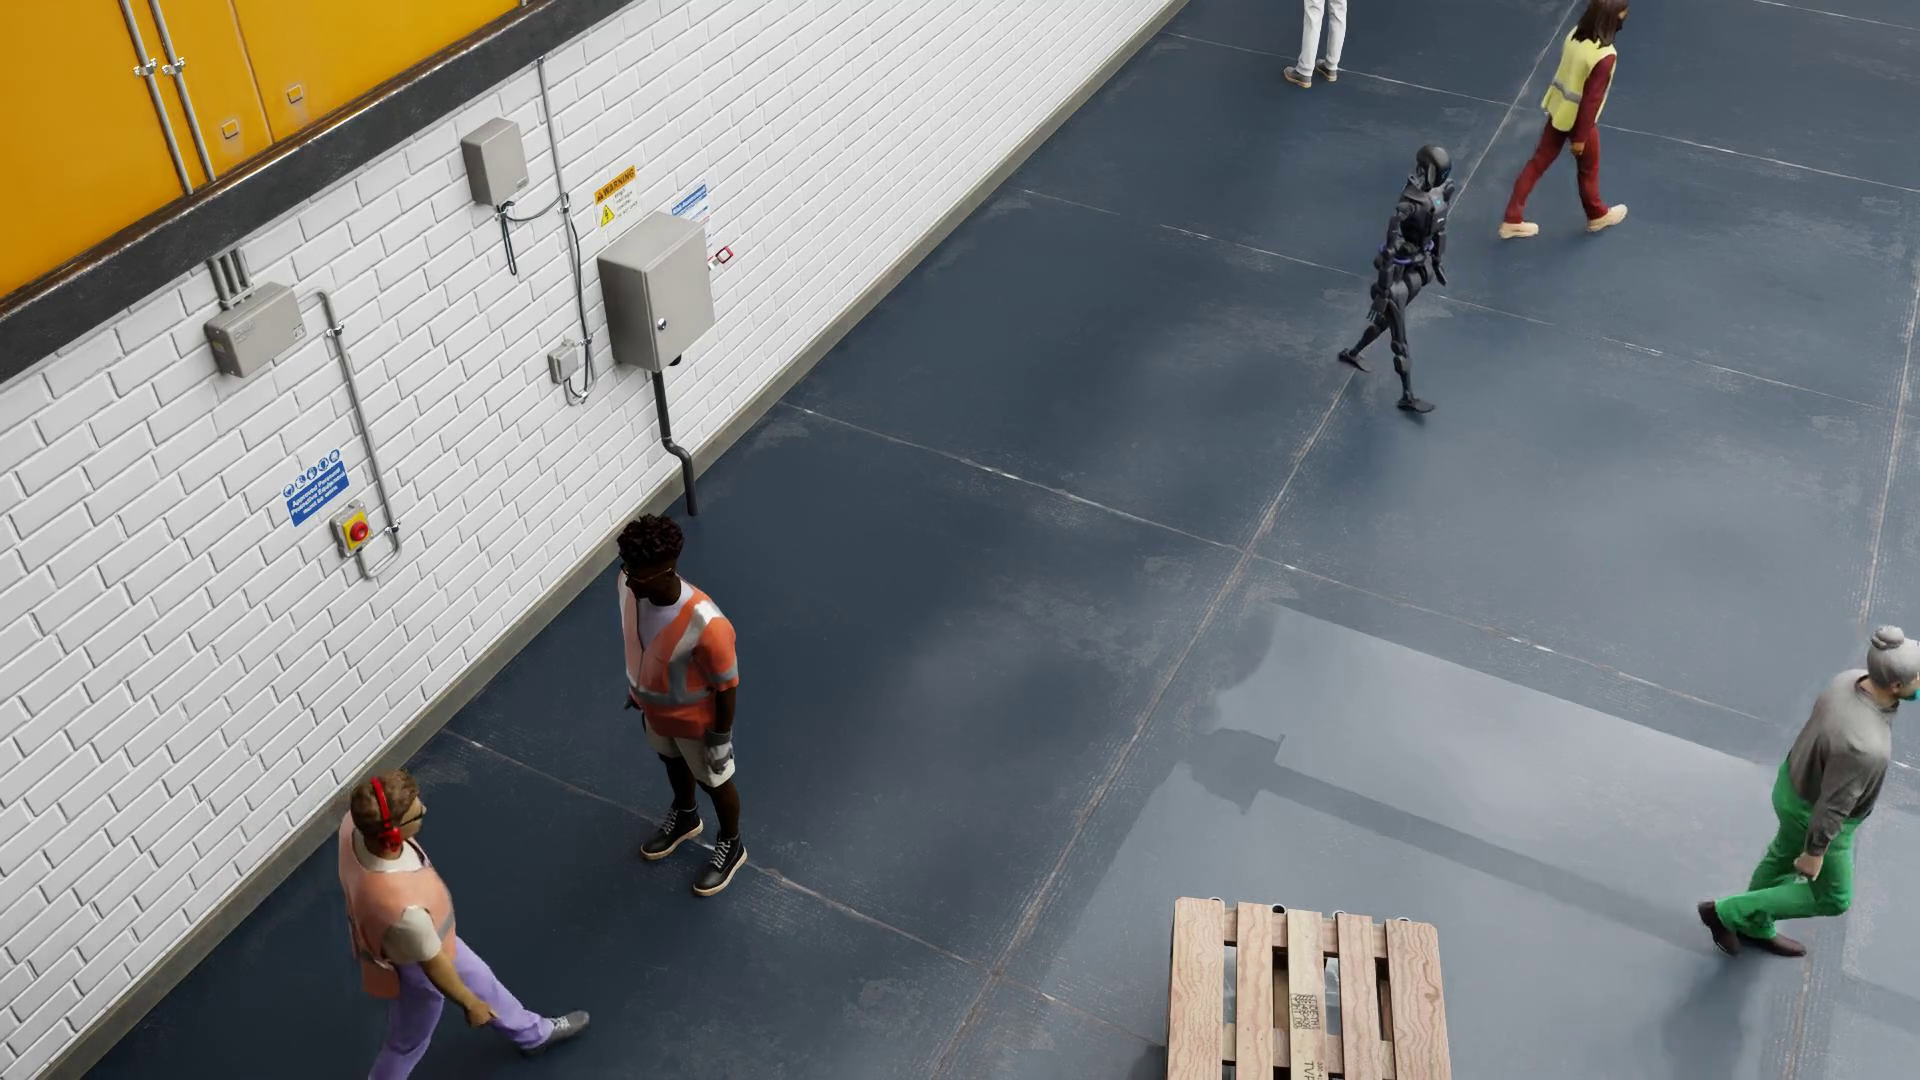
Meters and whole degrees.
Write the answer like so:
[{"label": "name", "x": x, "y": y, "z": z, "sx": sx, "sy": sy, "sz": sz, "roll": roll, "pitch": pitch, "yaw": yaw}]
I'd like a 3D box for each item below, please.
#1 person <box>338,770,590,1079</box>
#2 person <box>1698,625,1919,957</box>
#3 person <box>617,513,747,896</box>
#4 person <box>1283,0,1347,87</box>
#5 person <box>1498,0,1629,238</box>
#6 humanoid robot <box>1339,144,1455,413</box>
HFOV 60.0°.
[{"label": "person", "x": -1.936, "y": 1.487, "z": 5.951, "sx": 0.962, "sy": 1.792, "sz": 0.604, "roll": -20, "pitch": 45, "yaw": -21}, {"label": "person", "x": 3.360, "y": 1.029, "z": 6.448, "sx": 0.429, "sy": 1.830, "sz": 0.541, "roll": 12, "pitch": 42, "yaw": 13}, {"label": "person", "x": -1.142, "y": 0.673, "z": 6.759, "sx": 0.602, "sy": 1.966, "sz": 0.367, "roll": 29, "pitch": 49, "yaw": 29}, {"label": "person", "x": 2.813, "y": -4.395, "z": 12.700, "sx": 0.574, "sy": 1.882, "sz": 0.356, "roll": -16, "pitch": 43, "yaw": -18}, {"label": "person", "x": 4.118, "y": -2.789, "z": 10.958, "sx": 0.915, "sy": 1.714, "sz": 0.491, "roll": -9, "pitch": 42, "yaw": -10}, {"label": "humanoid robot", "x": 2.600, "y": -1.544, "z": 9.591, "sx": 0.608, "sy": 1.624, "sz": 0.790, "roll": -30, "pitch": 49, "yaw": -30}]
